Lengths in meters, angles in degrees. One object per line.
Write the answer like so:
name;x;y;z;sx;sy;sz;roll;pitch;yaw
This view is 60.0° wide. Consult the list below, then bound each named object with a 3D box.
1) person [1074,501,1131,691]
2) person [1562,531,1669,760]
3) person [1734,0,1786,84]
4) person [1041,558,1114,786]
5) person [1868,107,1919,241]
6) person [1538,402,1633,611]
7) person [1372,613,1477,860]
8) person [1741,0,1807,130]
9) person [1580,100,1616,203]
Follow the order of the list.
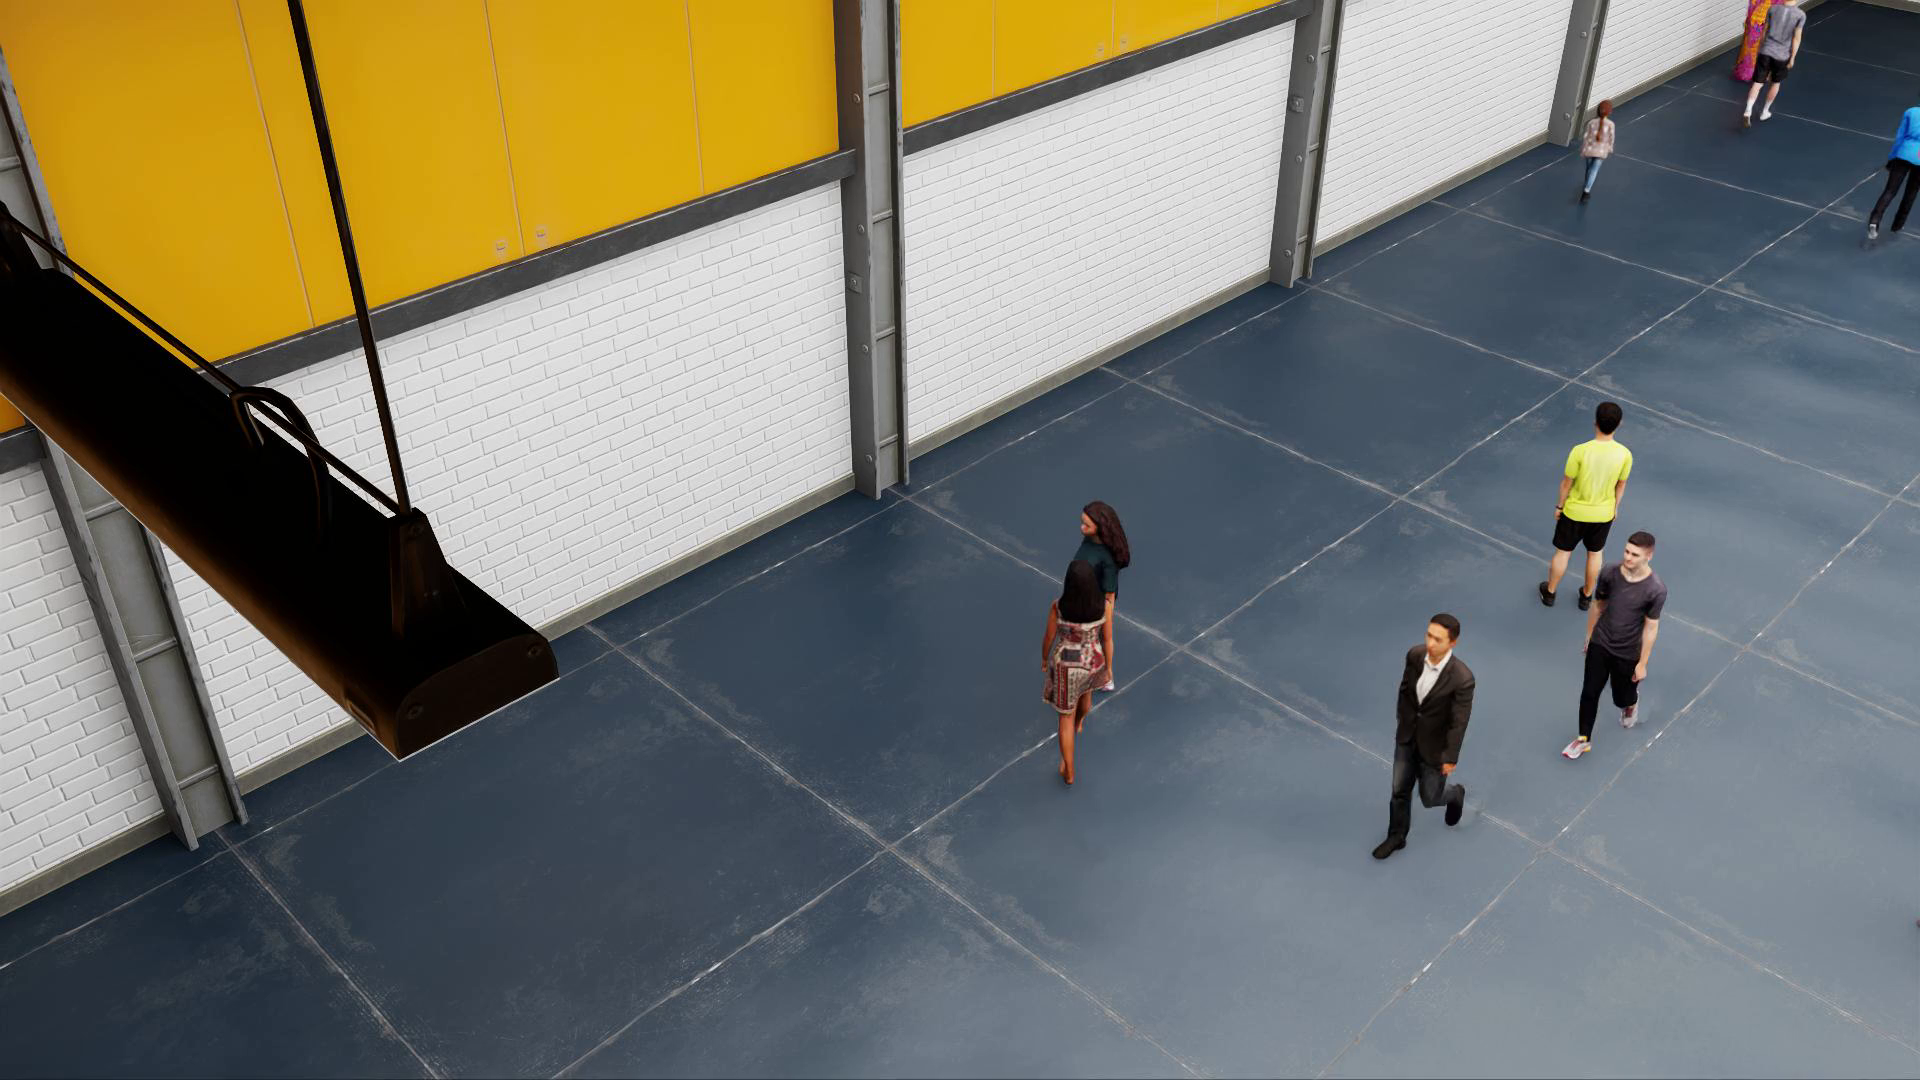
person;0.986;0.430;11.624;0.818;1.604;0.756;-7;34;-10
person;4.443;0.688;11.110;0.918;1.743;0.634;-29;43;-36
person;11.118;-7.196;23.054;0.804;1.650;0.839;3;34;5
person;0.764;0.890;10.956;1.055;1.576;1.082;-2;34;-3
person;10.468;-4.152;18.364;0.613;1.773;1.079;28;43;35
person;4.752;-0.244;12.548;0.695;1.704;0.719;6;34;9
person;2.954;1.199;10.299;0.995;1.791;0.784;-22;39;-29
person;10.457;-6.236;21.432;0.731;1.847;1.138;25;41;32
person;7.444;-4.531;19.485;0.571;1.163;0.847;20;39;27
